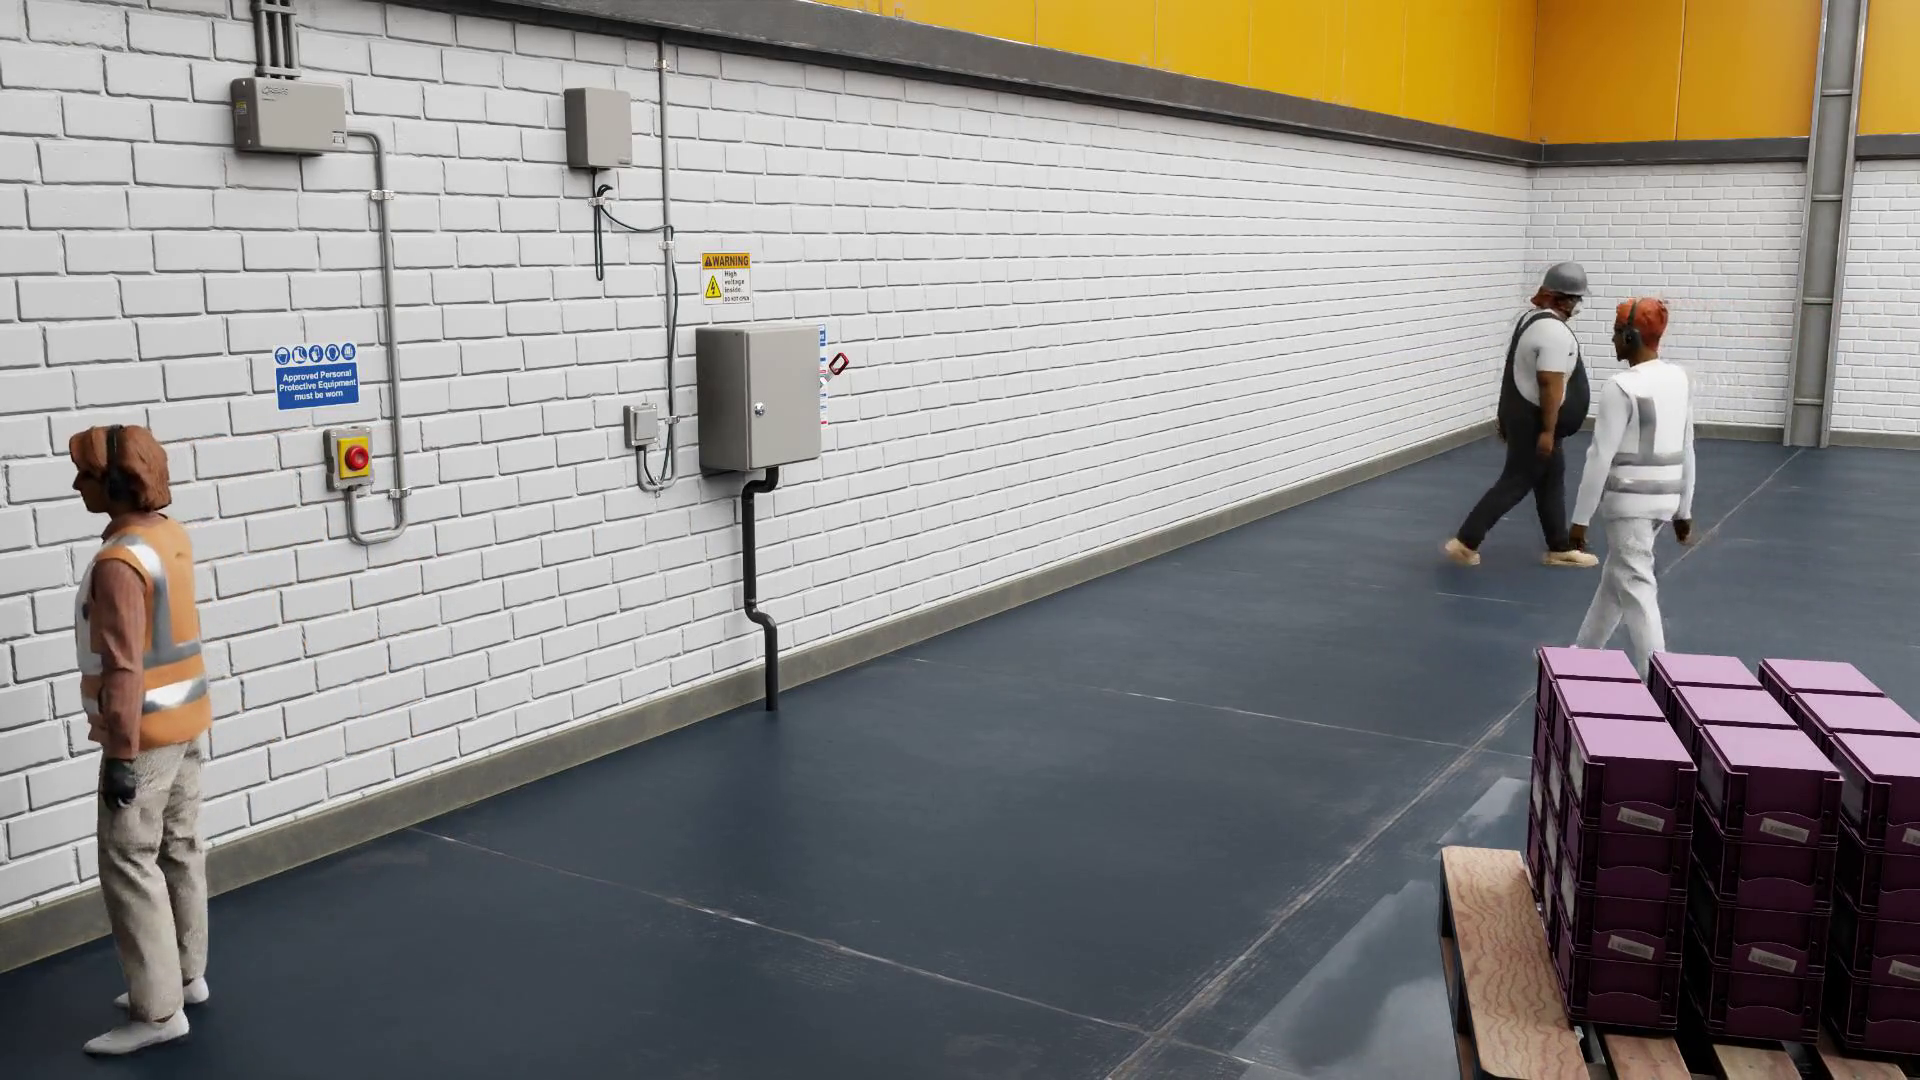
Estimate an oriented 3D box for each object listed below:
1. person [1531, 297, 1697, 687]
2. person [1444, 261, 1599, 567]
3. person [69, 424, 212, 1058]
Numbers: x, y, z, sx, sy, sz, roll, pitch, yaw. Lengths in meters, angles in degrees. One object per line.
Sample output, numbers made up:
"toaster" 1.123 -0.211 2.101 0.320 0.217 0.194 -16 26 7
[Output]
"person" 2.904 -0.148 7.433 0.608 1.846 0.864 -7 13 -35
"person" 3.600 -0.818 10.599 0.963 2.000 0.732 1 10 8
"person" -2.139 0.509 4.371 0.334 1.639 0.529 -2 10 -9
